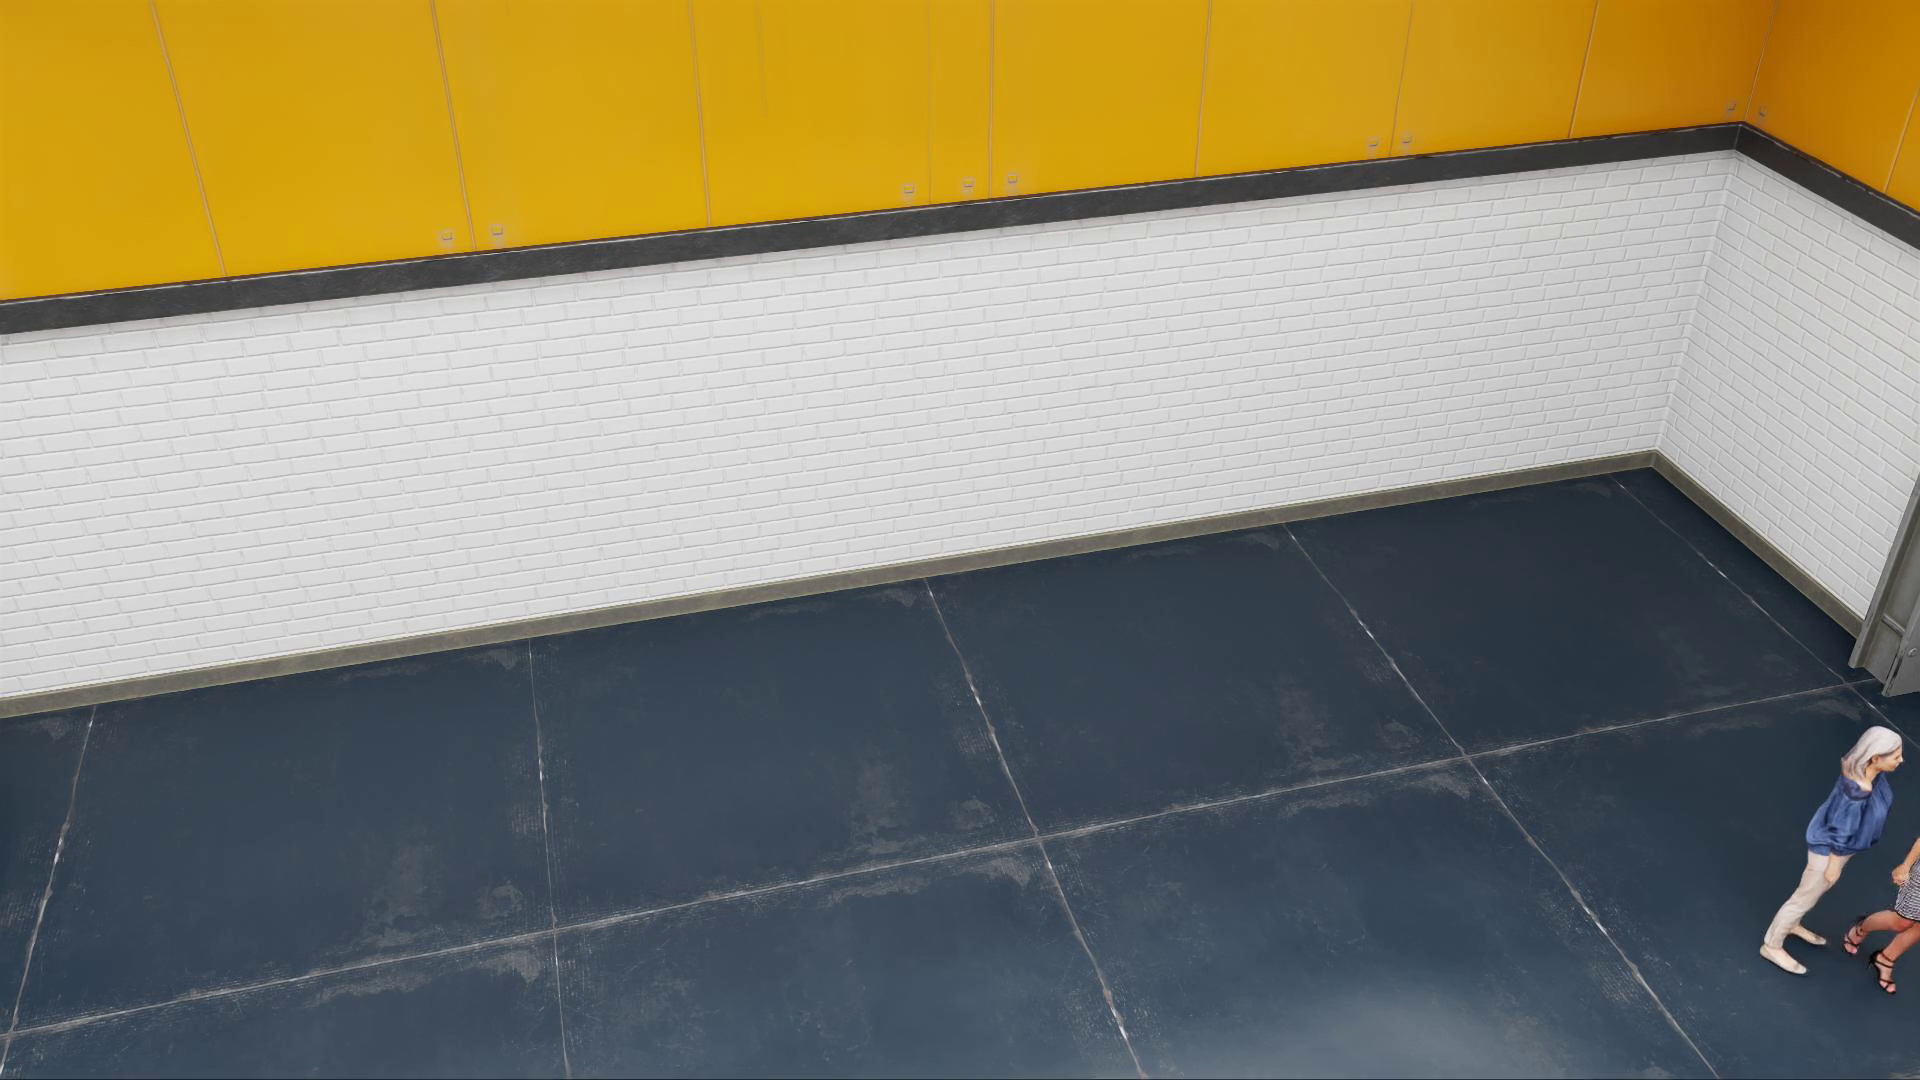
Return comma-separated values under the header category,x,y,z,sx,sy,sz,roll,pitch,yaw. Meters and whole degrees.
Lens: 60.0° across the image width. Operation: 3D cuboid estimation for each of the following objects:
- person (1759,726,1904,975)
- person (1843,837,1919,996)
category,x,y,z,sx,sy,sz,roll,pitch,yaw
person,4.841,1.696,9.231,0.756,1.694,0.717,23,40,31
person,5.278,1.781,9.007,0.723,1.799,0.809,3,34,4
